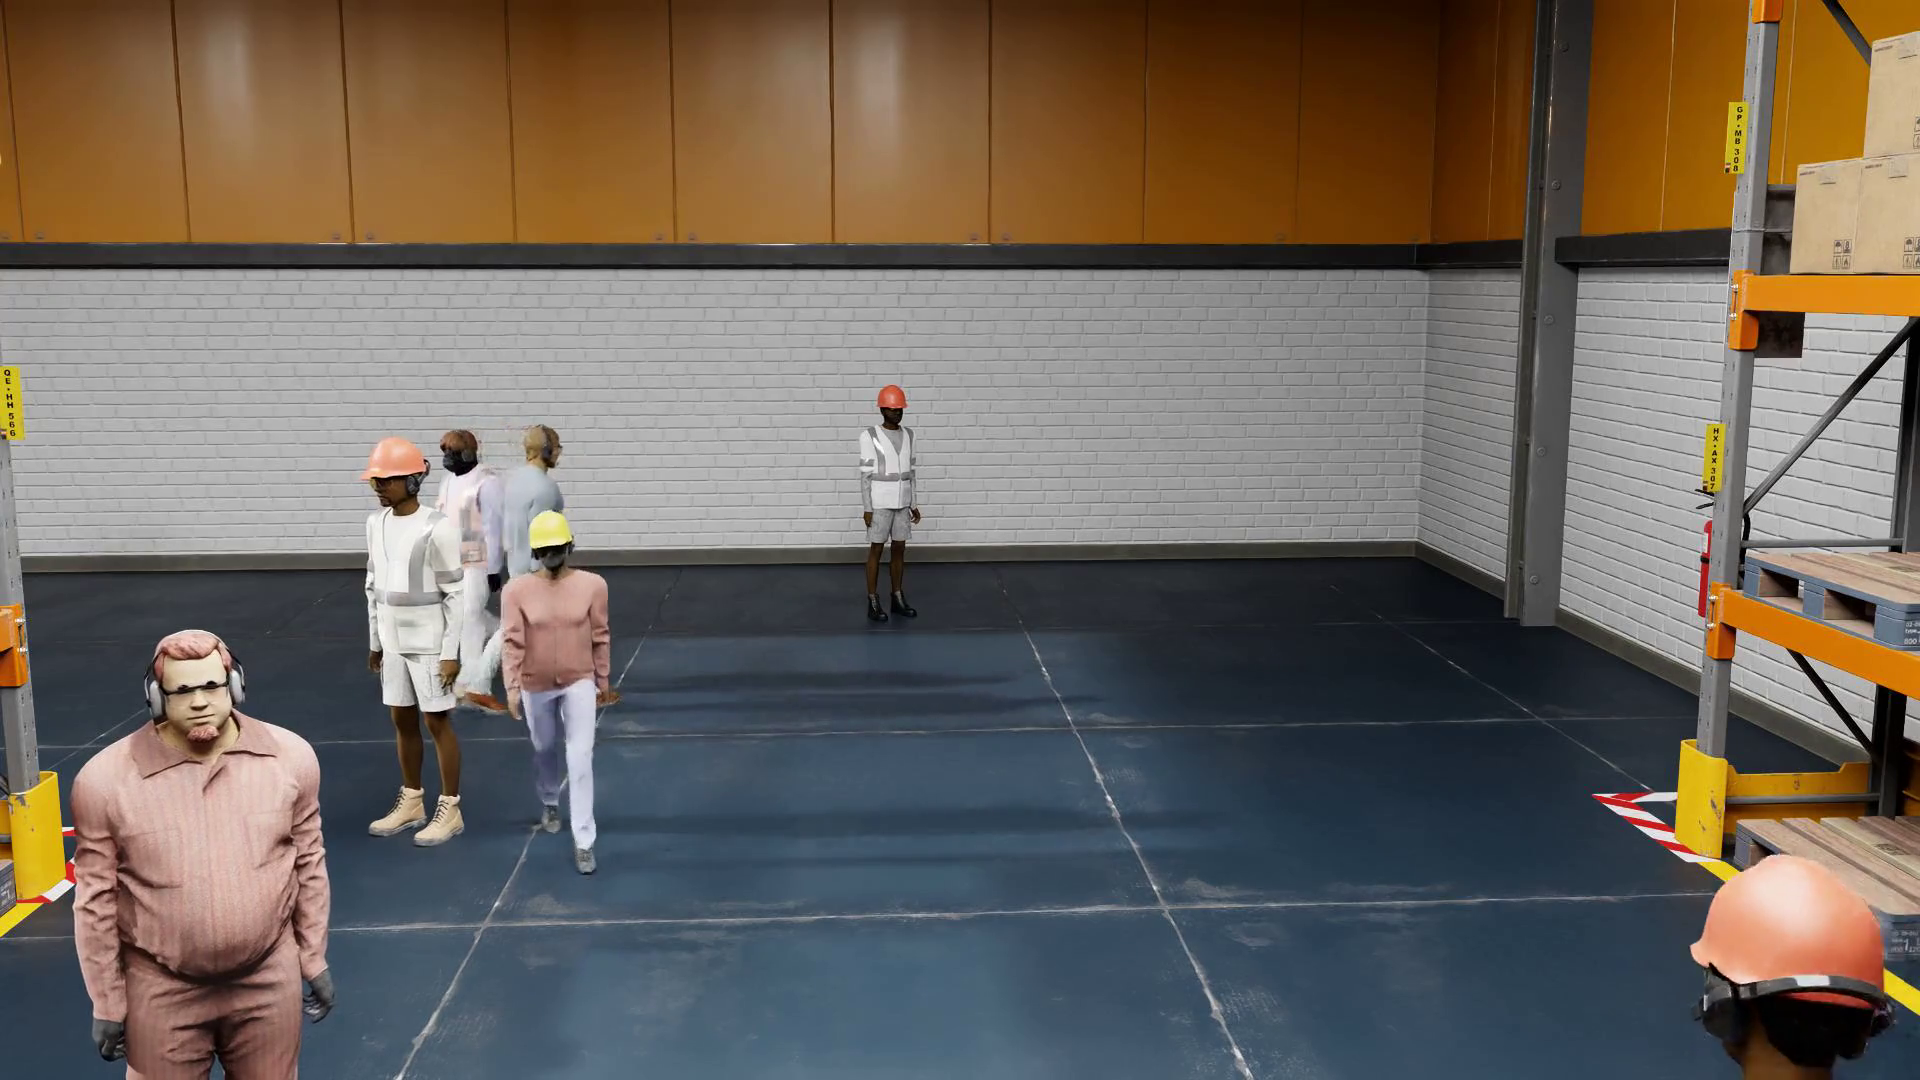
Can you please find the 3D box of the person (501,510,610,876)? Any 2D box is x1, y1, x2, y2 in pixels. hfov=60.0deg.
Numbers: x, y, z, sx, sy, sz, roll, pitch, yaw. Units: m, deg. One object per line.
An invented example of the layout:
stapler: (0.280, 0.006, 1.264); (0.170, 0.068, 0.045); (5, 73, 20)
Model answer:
person: (-1.978, 0.690, 8.166); (0.522, 1.719, 0.927); (-2, 9, -15)

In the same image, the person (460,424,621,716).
person: (-2.773, 0.201, 10.715); (1.006, 1.894, 0.640); (-6, 11, -34)

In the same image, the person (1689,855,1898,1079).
person: (1.211, 1.466, 2.478); (0.634, 1.969, 1.093); (-2, 9, -10)

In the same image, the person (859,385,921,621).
person: (-0.563, -0.308, 13.713); (0.543, 1.939, 0.361); (-7, 11, -35)

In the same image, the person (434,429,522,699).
person: (-3.252, 0.141, 11.299); (0.626, 1.815, 0.731); (9, 12, 43)

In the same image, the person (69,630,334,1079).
person: (-2.006, 1.179, 4.479); (0.639, 1.908, 0.409); (-6, 11, -35)

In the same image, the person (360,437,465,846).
person: (-2.738, 0.506, 8.271); (0.611, 2.042, 0.396); (5, 11, 31)
